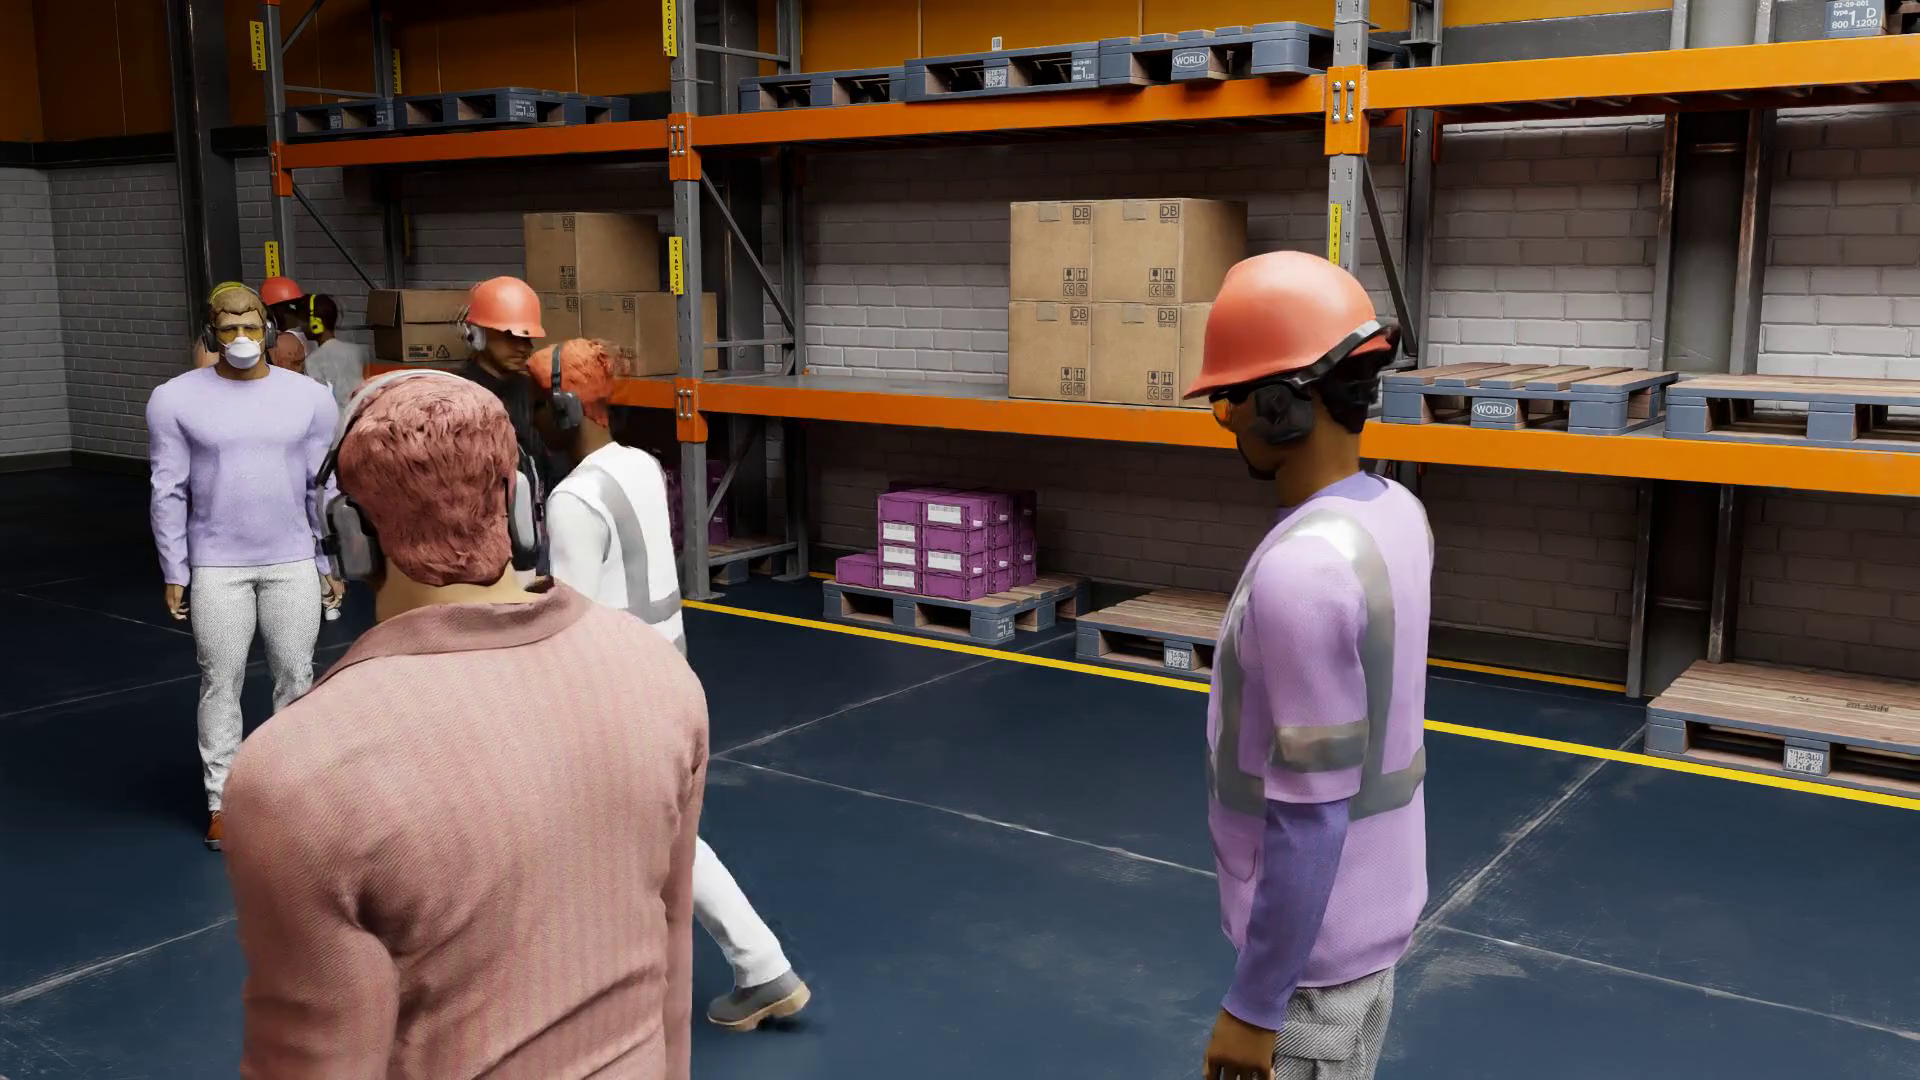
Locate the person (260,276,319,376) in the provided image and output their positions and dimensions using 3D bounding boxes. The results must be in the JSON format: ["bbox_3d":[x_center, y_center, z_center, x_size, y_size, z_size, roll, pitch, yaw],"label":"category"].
[{"bbox_3d":[-4.102,-0.651,10.255,0.370,1.928,0.543,1,10,7],"label":"person"}]

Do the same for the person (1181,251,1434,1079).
[{"bbox_3d":[0.516,0.582,2.591,0.392,2.034,0.605,4,10,24],"label":"person"}]

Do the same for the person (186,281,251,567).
[{"bbox_3d":[-4.598,-0.653,10.340,0.558,1.910,0.646,-2,10,-12],"label":"person"}]

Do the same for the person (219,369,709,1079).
[{"bbox_3d":[-0.569,0.756,1.948,0.399,1.905,0.642,6,11,30],"label":"person"}]

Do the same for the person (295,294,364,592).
[{"bbox_3d":[-3.644,-0.554,9.964,0.818,1.838,0.541,4,10,20],"label":"person"}]

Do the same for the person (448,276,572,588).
[{"bbox_3d":[-1.583,0.076,5.797,0.720,1.962,0.632,9,13,42],"label":"person"}]

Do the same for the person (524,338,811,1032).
[{"bbox_3d":[-0.863,0.392,4.331,0.999,1.840,0.600,1,10,5],"label":"person"}]

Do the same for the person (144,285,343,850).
[{"bbox_3d":[-2.460,0.091,5.802,0.631,1.940,0.372,-6,11,-32],"label":"person"}]

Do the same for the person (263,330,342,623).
[{"bbox_3d":[-3.671,-0.331,9.191,0.511,1.644,0.308,-6,11,-33],"label":"person"}]
